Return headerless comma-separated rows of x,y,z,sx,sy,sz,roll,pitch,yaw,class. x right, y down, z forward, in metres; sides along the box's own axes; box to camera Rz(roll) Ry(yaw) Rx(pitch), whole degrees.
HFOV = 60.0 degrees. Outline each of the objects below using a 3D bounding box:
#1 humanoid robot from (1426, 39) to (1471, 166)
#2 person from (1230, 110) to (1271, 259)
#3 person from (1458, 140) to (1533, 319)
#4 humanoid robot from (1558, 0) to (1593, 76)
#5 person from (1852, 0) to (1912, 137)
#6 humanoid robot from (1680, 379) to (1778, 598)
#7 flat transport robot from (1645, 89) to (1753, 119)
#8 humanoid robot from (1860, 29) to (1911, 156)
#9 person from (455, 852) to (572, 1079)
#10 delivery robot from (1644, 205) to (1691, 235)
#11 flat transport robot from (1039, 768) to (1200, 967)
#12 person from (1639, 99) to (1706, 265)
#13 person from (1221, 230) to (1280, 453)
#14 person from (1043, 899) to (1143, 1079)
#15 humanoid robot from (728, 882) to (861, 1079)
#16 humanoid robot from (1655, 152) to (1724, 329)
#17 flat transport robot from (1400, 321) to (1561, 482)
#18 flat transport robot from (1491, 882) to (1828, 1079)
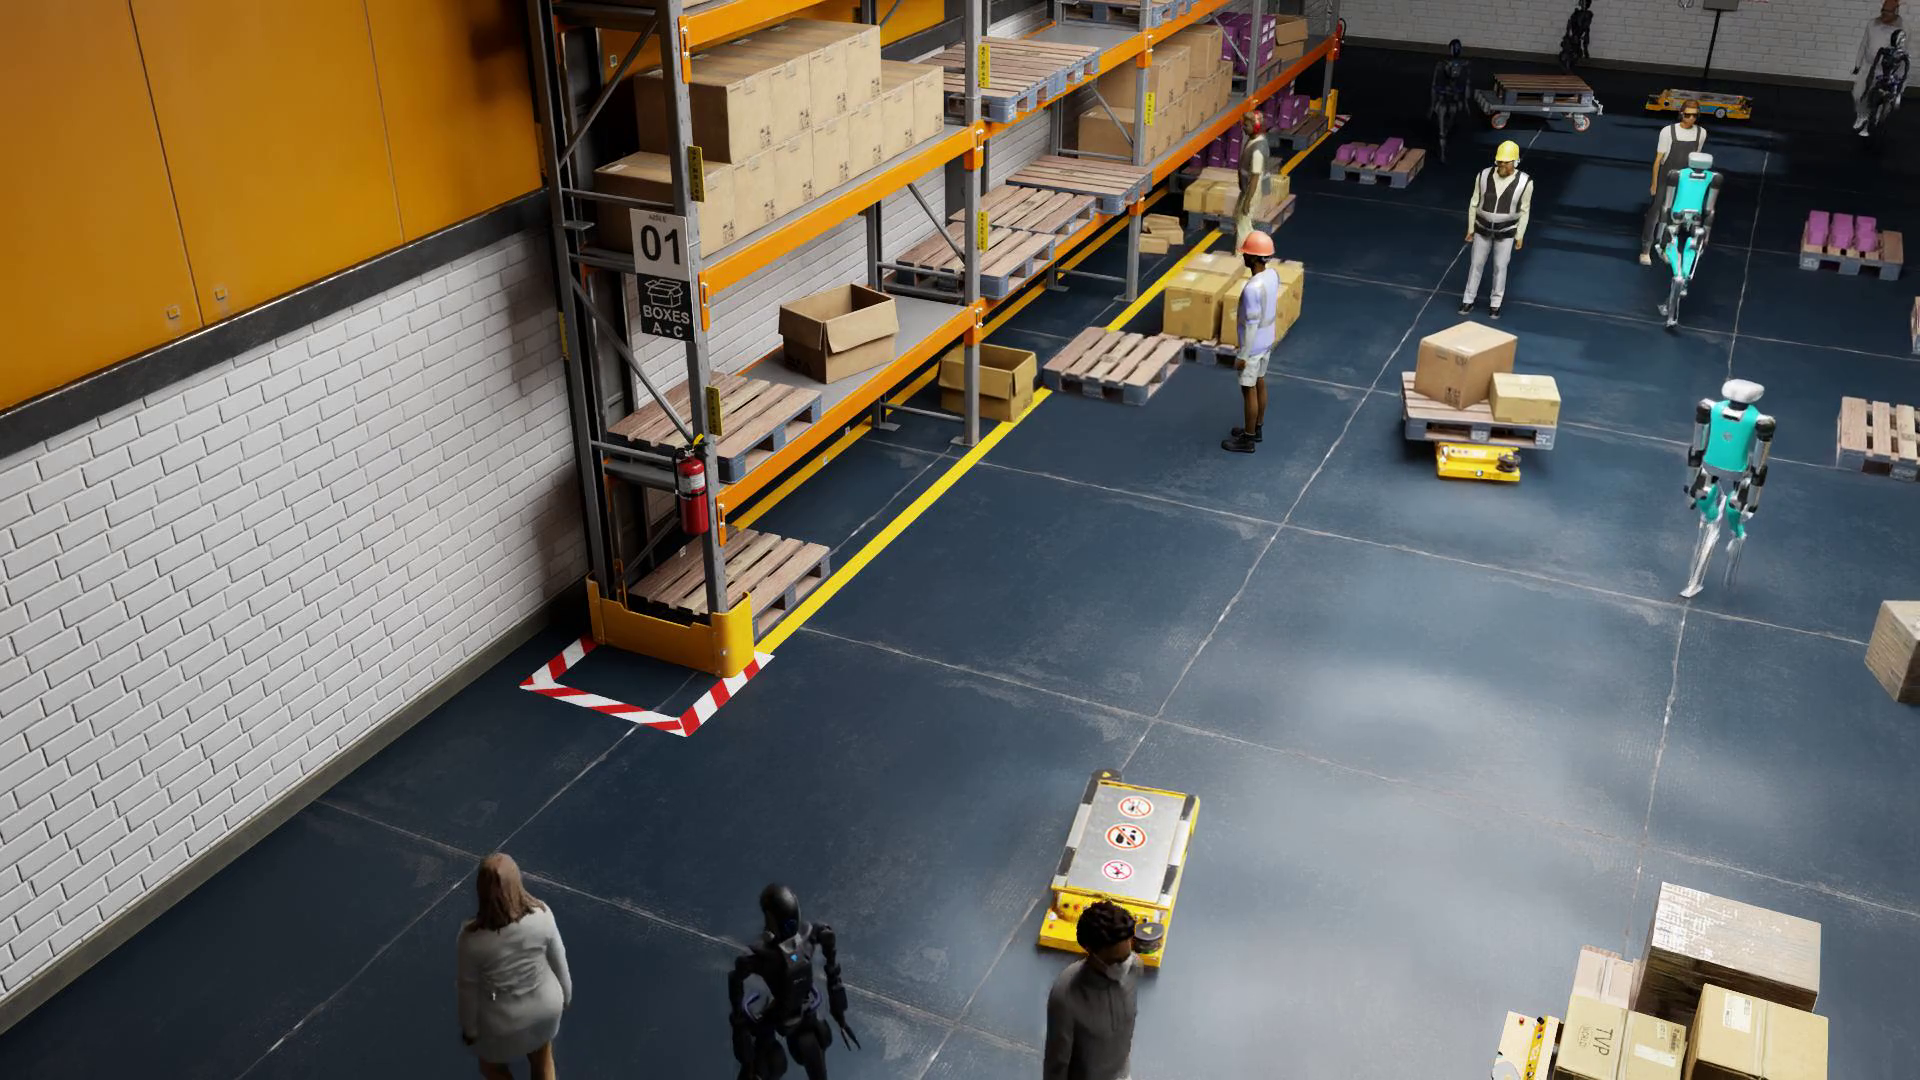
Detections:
6.502,-5.863,22.189,0.589,1.640,0.819,-5,29,-9,humanoid robot
3.128,-3.766,18.060,0.485,1.831,0.628,3,28,5,person
5.452,-3.158,16.935,0.587,1.834,0.404,13,31,23,person
9.177,-7.344,24.876,0.593,1.643,0.349,-19,34,-31,humanoid robot
12.855,-6.622,23.304,0.411,1.886,0.686,-20,34,-32,person
5.503,-0.349,11.889,0.531,1.837,0.753,24,37,37,humanoid robot
11.016,-6.498,24.777,1.431,0.231,0.659,13,31,22,flat transport robot
12.499,-6.070,22.500,0.440,1.640,0.584,-15,32,-25,humanoid robot
-1.953,2.099,7.376,0.515,1.643,0.458,-18,33,-30,person
8.504,-3.977,19.809,0.499,0.601,0.783,17,33,29,delivery robot
0.926,1.811,9.370,0.659,0.231,1.431,8,29,14,flat transport robot
7.905,-3.959,18.408,0.505,1.846,0.351,0,28,0,person
2.462,-1.671,14.069,0.366,1.939,0.542,15,32,26,person
0.514,2.212,6.956,0.552,1.856,0.931,-16,32,-27,person
-0.772,2.131,7.327,0.602,1.635,0.730,-19,34,-31,humanoid robot
7.288,-2.925,16.651,0.531,1.778,1.018,4,29,8,humanoid robot
4.439,-0.908,14.412,0.659,0.231,1.431,5,29,9,flat transport robot
3.262,2.645,7.824,1.431,0.231,0.659,13,31,22,flat transport robot
